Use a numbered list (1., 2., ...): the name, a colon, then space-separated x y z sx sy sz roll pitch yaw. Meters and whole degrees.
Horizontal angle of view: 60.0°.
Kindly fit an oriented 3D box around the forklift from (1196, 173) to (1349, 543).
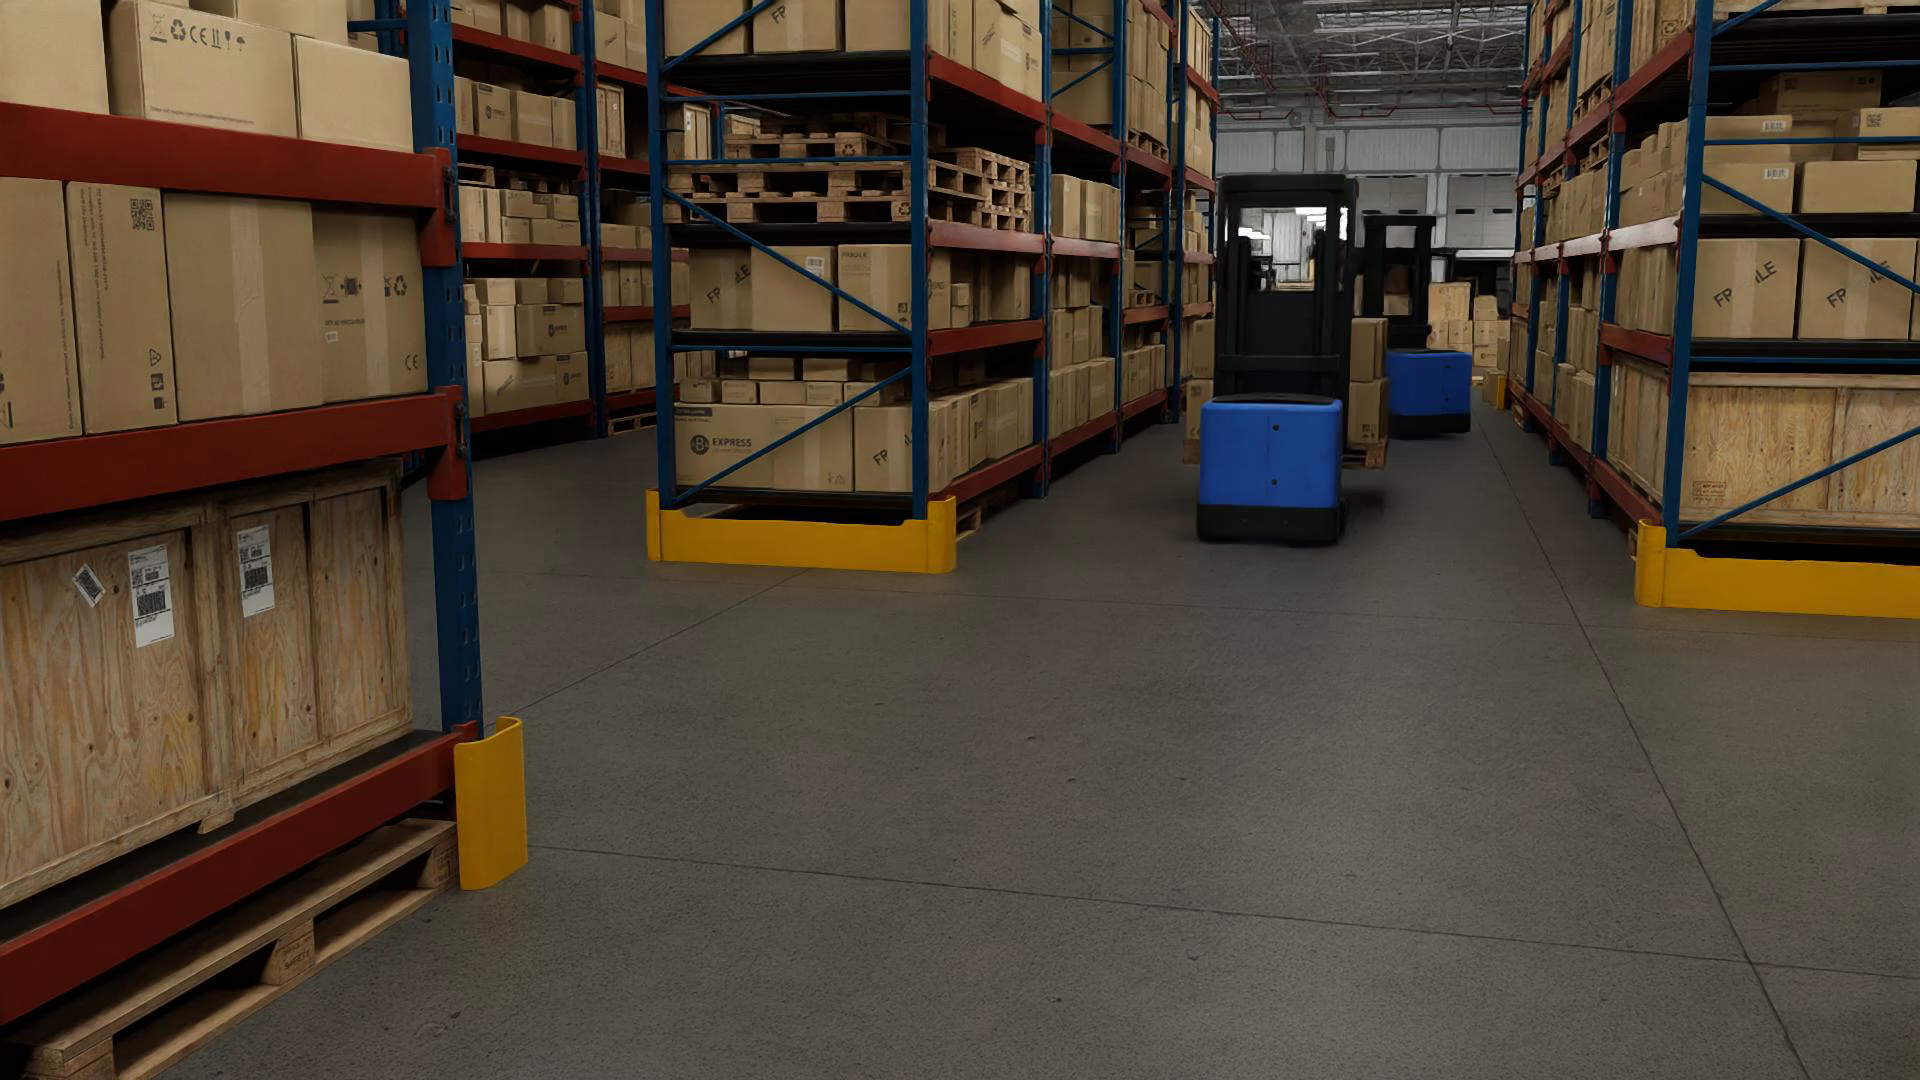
1. forklift: 2.526 -1.478 13.166 1.129 2.768 1.873 2 9 15

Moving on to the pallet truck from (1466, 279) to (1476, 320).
1. pallet truck: 18.896 -8.459 60.307 1.885 1.965 0.823 5 10 31

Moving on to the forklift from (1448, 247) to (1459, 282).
1. forklift: 12.539 -6.285 43.706 1.129 2.768 1.873 6 11 34

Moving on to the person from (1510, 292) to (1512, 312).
1. person: 19.017 -7.832 56.622 0.743 1.909 0.650 -4 10 -21

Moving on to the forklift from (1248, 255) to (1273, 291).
1. forklift: 10.552 -8.662 58.803 1.129 2.768 1.873 2 9 15

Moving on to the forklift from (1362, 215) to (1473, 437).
1. forklift: 5.650 -2.794 21.525 1.129 2.768 1.873 -4 10 -26
